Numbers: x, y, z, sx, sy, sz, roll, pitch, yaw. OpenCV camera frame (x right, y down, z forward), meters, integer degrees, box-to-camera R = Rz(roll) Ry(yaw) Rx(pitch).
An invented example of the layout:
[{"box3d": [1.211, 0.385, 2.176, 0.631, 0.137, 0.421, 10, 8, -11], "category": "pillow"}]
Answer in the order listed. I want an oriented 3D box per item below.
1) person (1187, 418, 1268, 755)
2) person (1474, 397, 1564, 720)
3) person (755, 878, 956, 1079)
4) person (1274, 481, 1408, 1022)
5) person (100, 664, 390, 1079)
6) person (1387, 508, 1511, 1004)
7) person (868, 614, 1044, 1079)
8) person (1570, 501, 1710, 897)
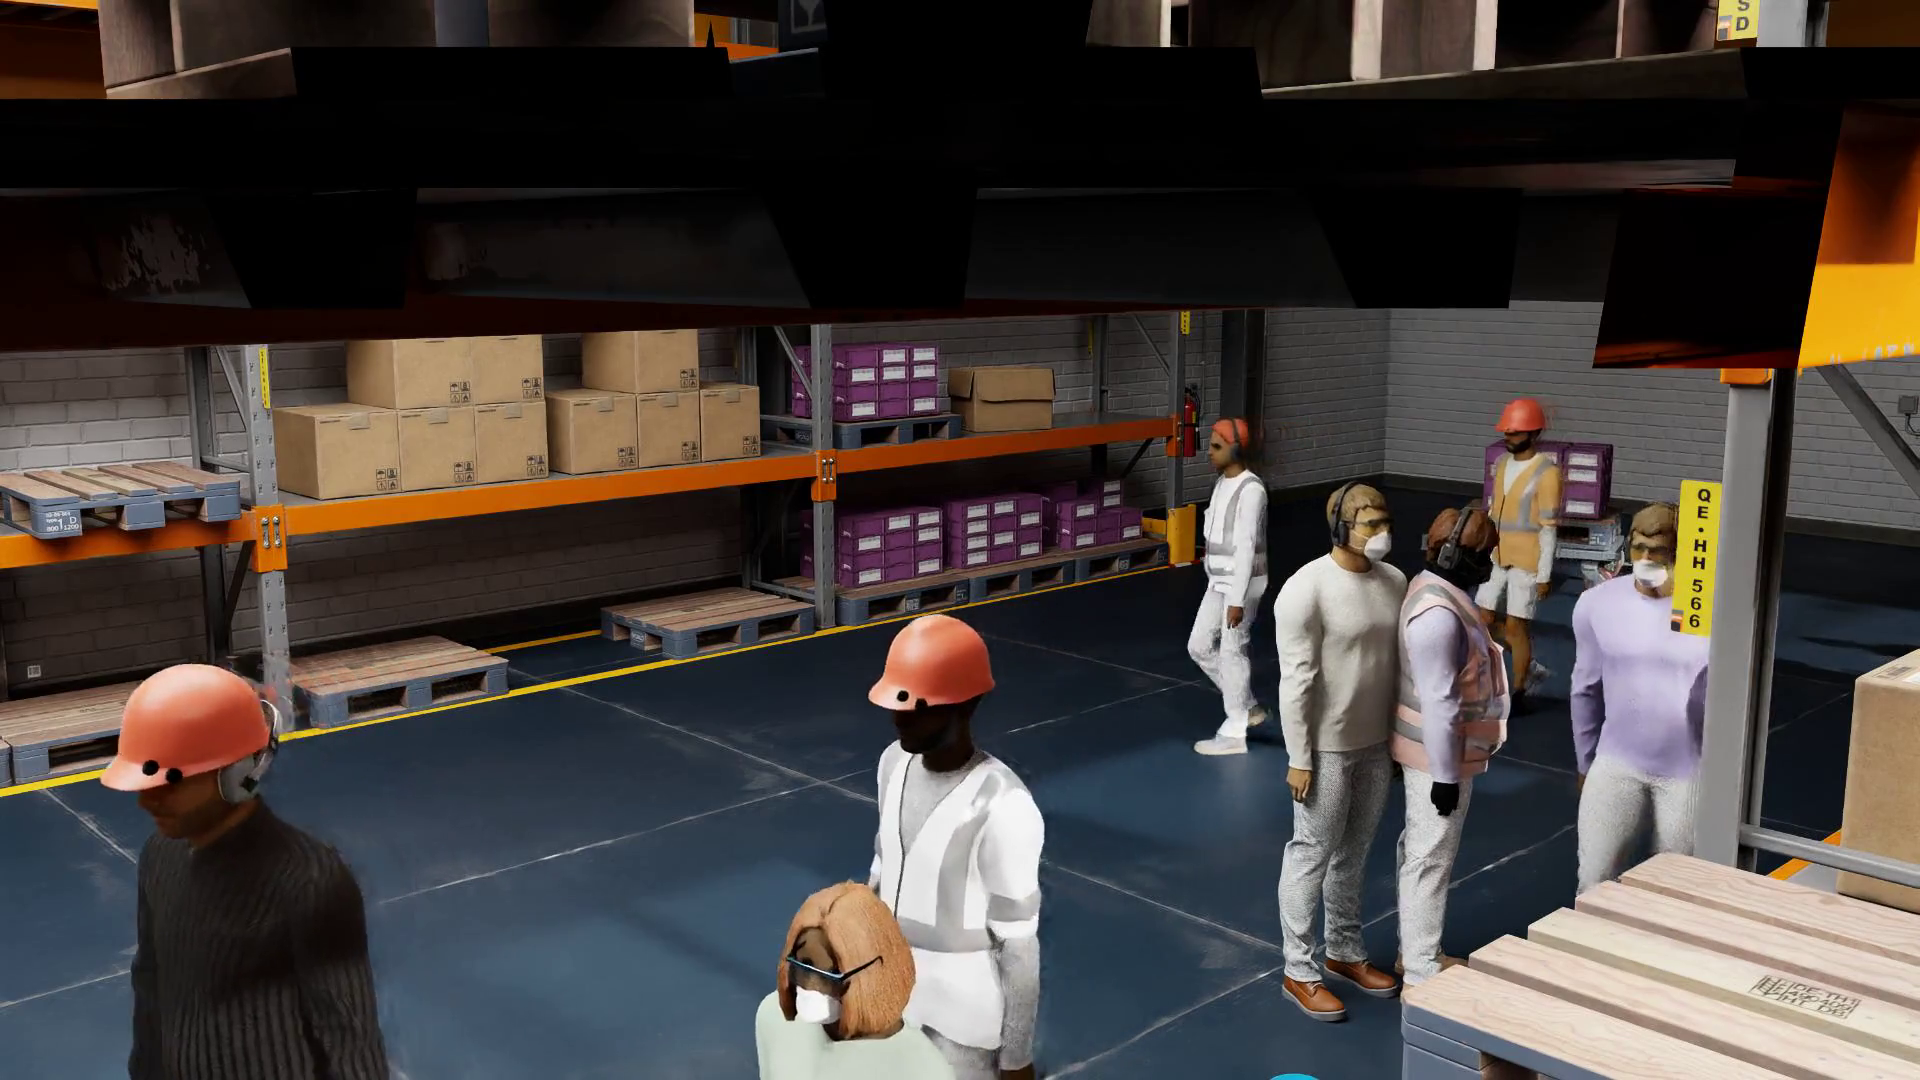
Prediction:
[{"box3d": [1.470, 0.266, 9.094, 0.404, 1.872, 0.578, -2, 10, -11], "category": "person"}, {"box3d": [3.296, 0.117, 9.795, 0.475, 1.923, 0.576, -3, 10, -19], "category": "person"}, {"box3d": [-0.163, 1.397, 3.182, 0.517, 1.615, 0.459, 8, 13, 41], "category": "person"}, {"box3d": [1.404, 0.749, 6.052, 0.630, 1.940, 0.372, -8, 12, -38], "category": "person"}, {"box3d": [-1.412, 1.198, 3.317, 0.638, 1.974, 0.459, 8, 12, 38], "category": "person"}, {"box3d": [1.780, 0.794, 6.095, 0.430, 1.838, 0.620, 2, 10, 14], "category": "person"}, {"box3d": [0.023, 1.100, 4.047, 0.650, 1.922, 0.559, -7, 12, -35], "category": "person"}, {"box3d": [2.358, 0.825, 5.705, 0.640, 1.911, 0.764, 7, 12, 36], "category": "person"}]
